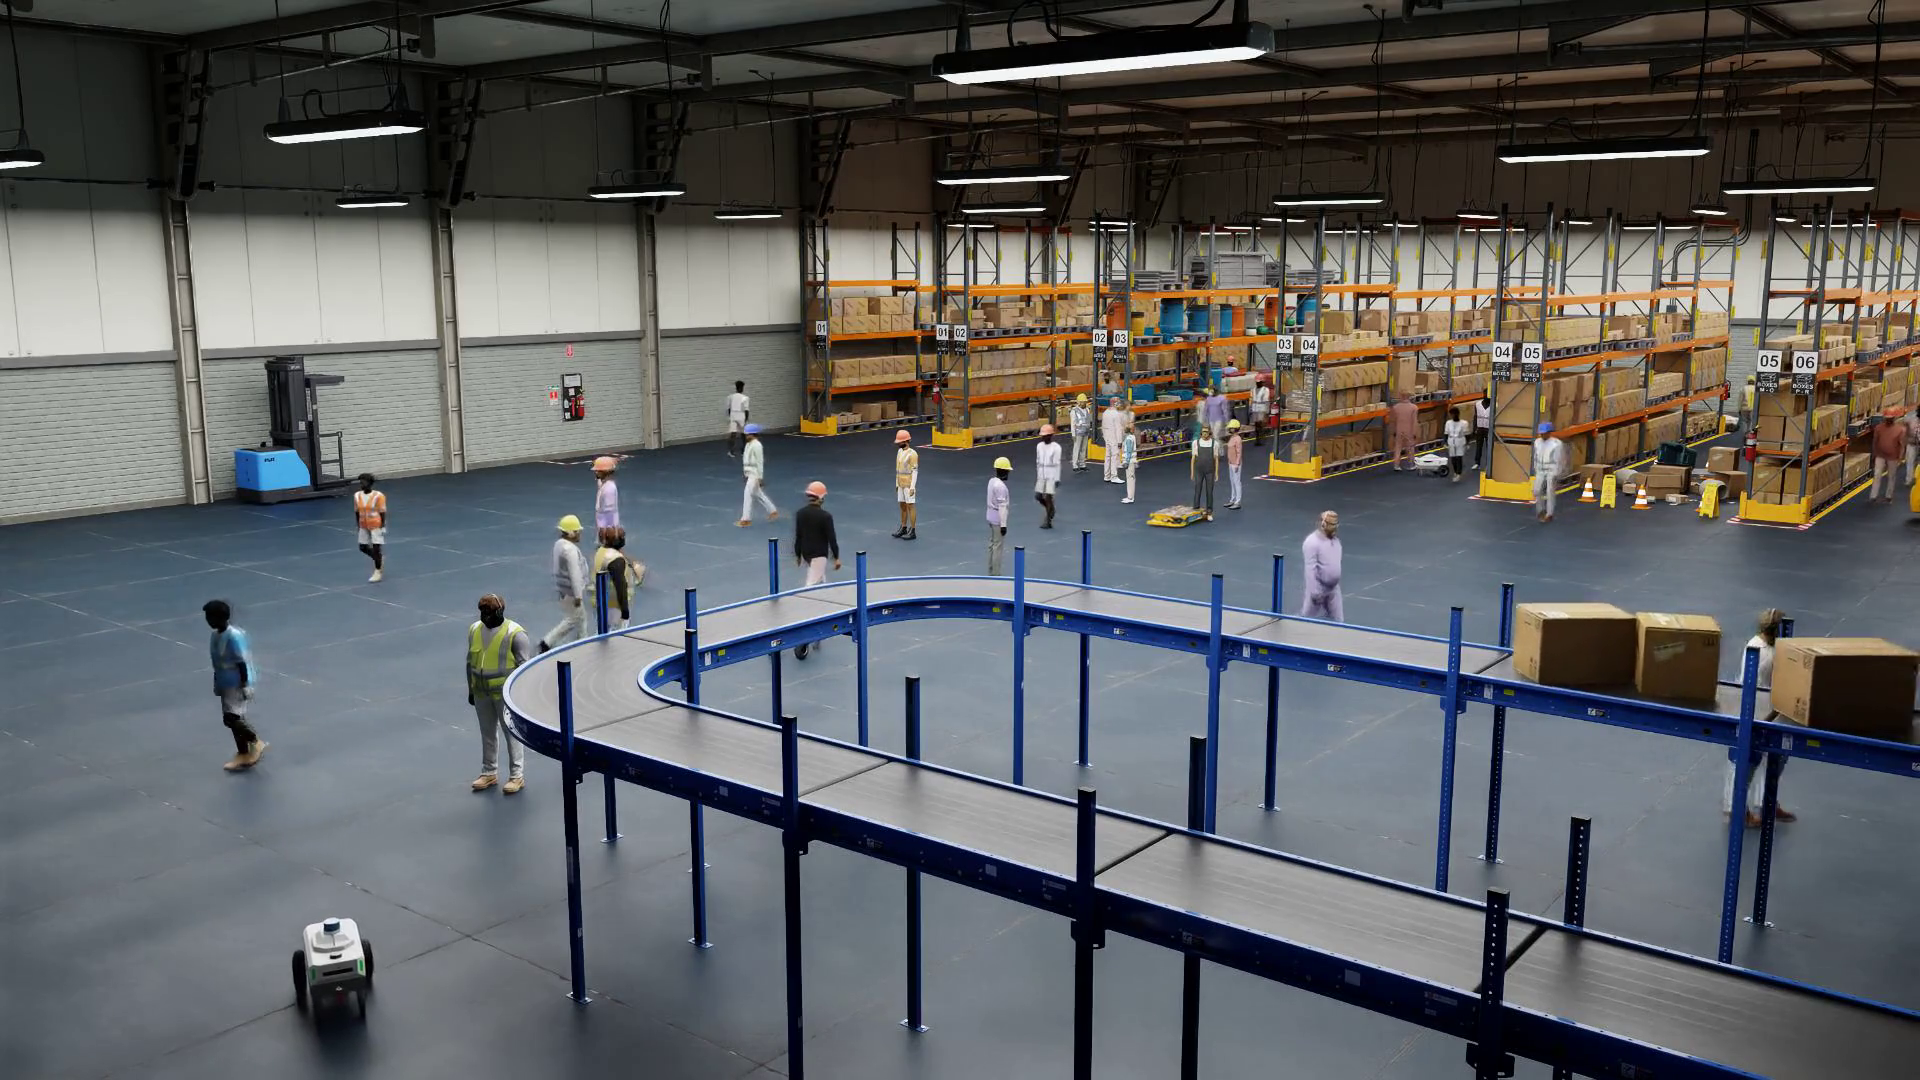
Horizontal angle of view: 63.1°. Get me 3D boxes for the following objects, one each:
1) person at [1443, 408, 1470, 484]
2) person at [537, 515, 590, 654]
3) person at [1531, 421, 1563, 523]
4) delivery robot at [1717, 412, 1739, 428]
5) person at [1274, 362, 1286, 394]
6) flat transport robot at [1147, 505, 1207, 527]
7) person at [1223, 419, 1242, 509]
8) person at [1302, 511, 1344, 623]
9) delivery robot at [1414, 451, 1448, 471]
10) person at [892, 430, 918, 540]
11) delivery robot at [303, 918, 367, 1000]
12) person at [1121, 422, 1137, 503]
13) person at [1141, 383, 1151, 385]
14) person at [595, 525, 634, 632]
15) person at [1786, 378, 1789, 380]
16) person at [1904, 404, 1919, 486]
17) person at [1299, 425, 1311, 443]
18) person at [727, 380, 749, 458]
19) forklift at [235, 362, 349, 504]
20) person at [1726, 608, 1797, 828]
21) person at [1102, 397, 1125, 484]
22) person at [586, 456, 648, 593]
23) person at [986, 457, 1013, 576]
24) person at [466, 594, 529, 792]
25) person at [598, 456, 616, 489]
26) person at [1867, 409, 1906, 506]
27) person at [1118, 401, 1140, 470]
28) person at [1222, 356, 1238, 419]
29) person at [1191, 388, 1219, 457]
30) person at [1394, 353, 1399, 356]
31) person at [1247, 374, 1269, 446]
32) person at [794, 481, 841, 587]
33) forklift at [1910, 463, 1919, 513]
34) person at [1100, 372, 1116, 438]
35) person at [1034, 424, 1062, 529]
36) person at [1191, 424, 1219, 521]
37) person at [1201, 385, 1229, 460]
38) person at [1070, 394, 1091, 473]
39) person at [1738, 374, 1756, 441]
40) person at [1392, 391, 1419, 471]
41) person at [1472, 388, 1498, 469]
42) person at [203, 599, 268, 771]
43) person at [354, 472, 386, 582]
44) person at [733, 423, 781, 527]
[{"bbox_3d":[11.023,-2.107,34.673,0.592,1.649,0.700,8,13,39],"label":"person"},{"bbox_3d":[-4.787,0.591,19.054,0.760,1.807,0.603,-5,11,-28],"label":"person"},{"bbox_3d":[10.945,-1.263,29.199,0.521,1.913,0.615,-8,13,-36],"label":"person"},{"bbox_3d":[22.071,-3.443,45.137,0.707,0.478,0.477,7,12,35],"label":"delivery robot"},{"bbox_3d":[11.932,-6.410,58.004,0.648,1.959,0.829,-4,11,-22],"label":"person"},{"bbox_3d":[4.104,-0.454,29.373,0.652,0.197,1.431,6,12,31],"label":"flat transport robot"},{"bbox_3d":[5.416,-1.502,30.944,0.318,1.769,0.522,-1,10,-7],"label":"person"},{"bbox_3d":[4.387,0.567,18.996,0.647,1.876,0.888,-7,12,-33],"label":"person"},{"bbox_3d":[10.778,-1.785,35.803,0.707,0.478,0.477,0,10,1],"label":"delivery robot"},{"bbox_3d":[-0.973,-0.977,27.540,0.373,1.928,0.543,-7,12,-36],"label":"person"},{"bbox_3d":[-4.134,2.741,10.328,0.477,0.478,0.707,-5,11,-25],"label":"delivery robot"},{"bbox_3d":[3.427,-1.569,31.676,0.310,1.642,0.514,2,10,13],"label":"person"},{"bbox_3d":[6.017,-5.194,51.349,0.597,1.903,0.729,8,13,38],"label":"person"},{"bbox_3d":[-4.063,0.732,18.231,0.523,1.829,0.625,-5,11,-27],"label":"person"},{"bbox_3d":[22.274,-3.518,42.019,0.583,1.864,0.527,6,12,31],"label":"person"},{"bbox_3d":[20.976,-2.100,34.188,0.770,1.820,0.629,-10,14,-43],"label":"person"},{"bbox_3d":[9.422,-3.417,42.213,0.829,1.599,0.518,-9,13,-41],"label":"person"},{"bbox_3d":[-5.559,-3.025,39.101,0.625,1.930,0.984,2,10,14],"label":"person"},{"bbox_3d":[-13.803,-2.244,32.110,1.129,2.768,1.873,8,13,37],"label":"forklift"},{"bbox_3d":[6.994,1.536,13.412,0.682,1.919,0.665,5,11,26],"label":"person"},{"bbox_3d":[3.413,-2.215,34.563,0.406,1.906,0.654,-5,11,-25],"label":"person"},{"bbox_3d":[-5.116,-0.238,23.118,0.852,2.025,0.604,-4,11,-19],"label":"person"},{"bbox_3d":[0.599,-0.302,23.749,0.383,1.923,0.590,-3,10,-14],"label":"person"},{"bbox_3d":[-4.272,1.400,14.400,0.633,1.842,0.429,3,11,18],"label":"person"},{"bbox_3d":[-5.655,-0.461,25.088,0.320,1.767,0.534,-3,11,-16],"label":"person"},{"bbox_3d":[18.519,-1.647,31.259,0.624,1.939,1.018,9,14,42],"label":"person"},{"bbox_3d":[3.936,-2.455,36.786,0.517,1.601,0.743,-4,11,-23],"label":"person"},{"bbox_3d":[8.430,-4.772,48.873,0.546,1.938,0.361,5,11,24],"label":"person"},{"bbox_3d":[6.121,-2.939,39.171,0.923,1.718,0.547,-9,14,-43],"label":"person"},{"bbox_3d":[14.772,-5.520,53.178,0.645,1.905,0.400,1,10,6],"label":"person"},{"bbox_3d":[7.862,-3.430,41.391,0.548,1.919,0.575,9,14,43],"label":"person"},{"bbox_3d":[-1.940,0.185,20.977,0.632,1.948,1.043,9,13,41],"label":"person"},{"bbox_3d":[19.034,-1.348,28.998,2.313,2.155,1.214,8,13,37],"label":"forklift"},{"bbox_3d":[4.158,-3.795,43.710,0.504,1.831,0.967,3,11,19],"label":"person"},{"bbox_3d":[1.614,-1.177,28.682,0.558,1.921,0.462,8,13,38],"label":"person"},{"bbox_3d":[4.604,-1.273,29.437,0.514,1.844,0.328,1,10,7],"label":"person"},{"bbox_3d":[6.220,-2.860,38.292,0.990,1.867,0.655,-9,14,-42],"label":"person"},{"bbox_3d":[2.813,-2.476,36.239,0.602,1.830,0.404,-10,14,-43],"label":"person"},{"bbox_3d":[21.535,-3.601,42.648,0.590,1.809,0.511,5,11,24],"label":"person"},{"bbox_3d":[10.401,-2.537,36.481,0.667,1.874,0.823,9,13,41],"label":"person"},{"bbox_3d":[12.355,-2.611,36.759,0.587,1.920,0.392,7,12,33],"label":"person"},{"bbox_3d":[-6.963,1.382,14.941,0.570,1.677,0.358,10,14,43],"label":"person"},{"bbox_3d":[-8.980,-0.217,23.960,0.543,1.684,0.471,2,10,13],"label":"person"},{"bbox_3d":[-3.758,-1.221,28.954,0.904,1.919,0.620,-5,11,-24],"label":"person"}]
